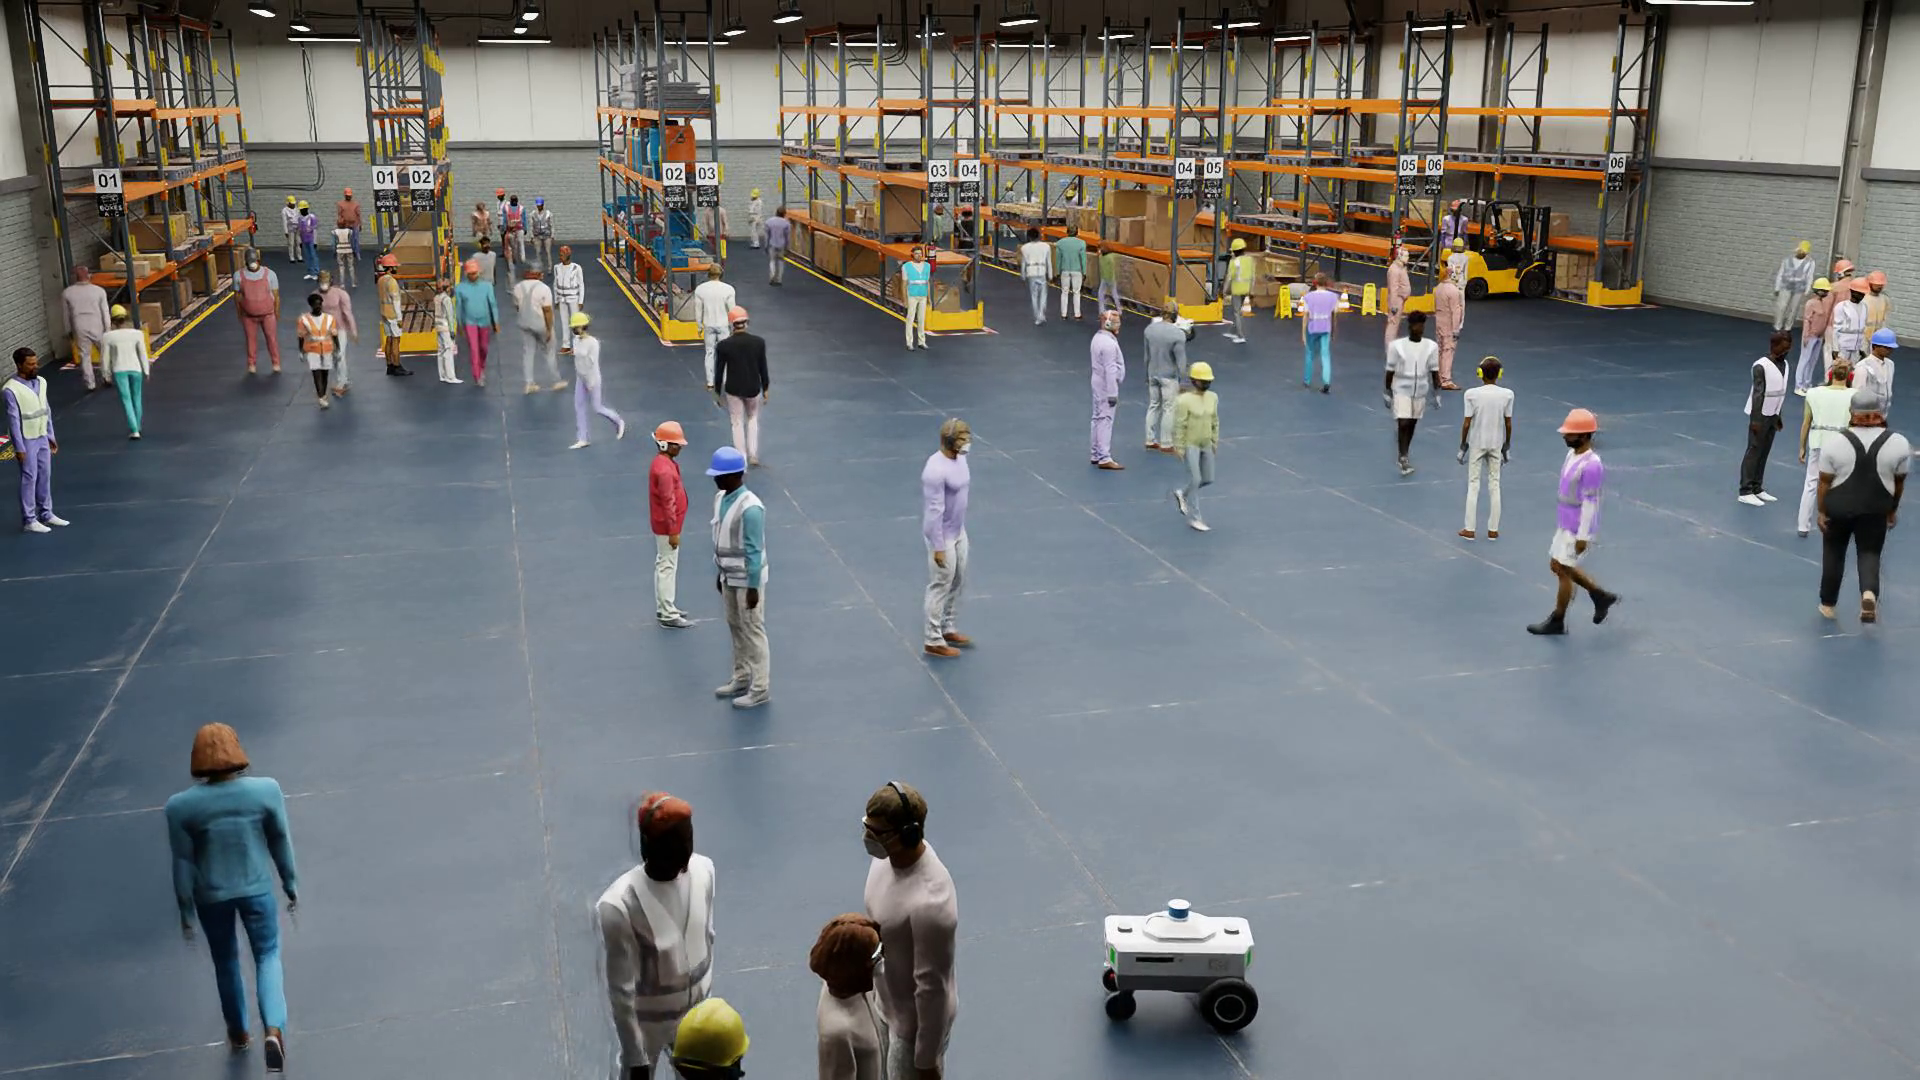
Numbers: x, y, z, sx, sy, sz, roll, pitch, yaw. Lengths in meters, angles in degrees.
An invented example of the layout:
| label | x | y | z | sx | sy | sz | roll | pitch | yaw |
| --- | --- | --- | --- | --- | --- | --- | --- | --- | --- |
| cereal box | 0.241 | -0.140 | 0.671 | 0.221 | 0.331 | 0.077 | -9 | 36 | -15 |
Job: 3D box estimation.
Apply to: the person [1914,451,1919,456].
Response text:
| label | x | y | z | sx | sy | sz | roll | pitch | yaw |
| --- | --- | --- | --- | --- | --- | --- | --- | --- | --- |
| person | 12.061 | -1.818 | 20.470 | 0.334 | 1.686 | 0.533 | -2 | 15 | -7 |

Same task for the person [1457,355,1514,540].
| label | x | y | z | sx | sy | sz | roll | pitch | yaw |
| --- | --- | --- | --- | --- | --- | --- | --- | --- | --- |
| person | 5.276 | -0.924 | 16.736 | 0.517 | 1.875 | 0.328 | 1 | 15 | 5 |

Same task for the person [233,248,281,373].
| label | x | y | z | sx | sy | sz | roll | pitch | yaw |
| --- | --- | --- | --- | --- | --- | --- | --- | --- | --- |
| person | -11.381 | -3.728 | 26.964 | 0.686 | 2.000 | 0.535 | -5 | 16 | -19 |

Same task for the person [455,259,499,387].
| label | x | y | z | sx | sy | sz | roll | pitch | yaw |
| --- | --- | --- | --- | --- | --- | --- | --- | --- | --- |
| person | -7.553 | -3.420 | 25.971 | 0.610 | 1.970 | 0.911 | -8 | 17 | -27 |

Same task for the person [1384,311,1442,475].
| label | x | y | z | sx | sy | sz | roll | pitch | yaw |
| --- | --- | --- | --- | --- | --- | --- | --- | --- | --- |
| person | 5.377 | -1.733 | 19.663 | 0.634 | 1.919 | 0.941 | -1 | 15 | -4 |

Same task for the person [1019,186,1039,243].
| label | x | y | z | sx | sy | sz | roll | pitch | yaw |
| --- | --- | --- | --- | --- | --- | --- | --- | --- | --- |
| person | 2.012 | -9.335 | 48.291 | 0.614 | 1.920 | 0.832 | -4 | 15 | -14 |

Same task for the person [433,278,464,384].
| label | x | y | z | sx | sy | sz | roll | pitch | yaw |
| --- | --- | --- | --- | --- | --- | --- | --- | --- | --- |
| person | -8.041 | -3.267 | 25.997 | 0.315 | 1.641 | 0.515 | -13 | 19 | -39 |

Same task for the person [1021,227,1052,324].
| label | x | y | z | sx | sy | sz | roll | pitch | yaw |
| --- | --- | --- | --- | --- | --- | --- | --- | --- | --- |
| person | 1.516 | -5.211 | 32.839 | 0.609 | 1.887 | 0.468 | 2 | 15 | 8 |

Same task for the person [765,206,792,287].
| label | x | y | z | sx | sy | sz | roll | pitch | yaw |
| --- | --- | --- | --- | --- | --- | --- | --- | --- | --- |
| person | -4.277 | -6.930 | 39.286 | 0.661 | 1.898 | 0.456 | 2 | 15 | 6 |

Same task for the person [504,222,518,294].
| label | x | y | z | sx | sy | sz | roll | pitch | yaw |
| --- | --- | --- | --- | --- | --- | --- | --- | --- | --- |
| person | -10.208 | -6.418 | 37.879 | 0.322 | 1.629 | 0.524 | -8 | 17 | -26 |

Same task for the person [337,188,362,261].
| label | x | y | z | sx | sy | sz | roll | pitch | yaw |
| --- | --- | --- | --- | --- | --- | --- | --- | --- | --- |
| person | -16.681 | -8.626 | 45.508 | 0.612 | 1.986 | 0.405 | -8 | 17 | -27 |

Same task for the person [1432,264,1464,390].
| label | x | y | z | sx | sy | sz | roll | pitch | yaw |
| --- | --- | --- | --- | --- | --- | --- | --- | --- | --- |
| person | 7.488 | -3.257 | 25.452 | 0.408 | 1.908 | 0.641 | -3 | 15 | -10 |

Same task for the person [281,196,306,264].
| label | x | y | z | sx | sy | sz | roll | pitch | yaw |
| --- | --- | --- | --- | --- | --- | --- | --- | --- | --- |
| person | -17.960 | -8.349 | 44.792 | 0.403 | 1.818 | 0.598 | 7 | 16 | 23 |

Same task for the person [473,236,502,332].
| label | x | y | z | sx | sy | sz | roll | pitch | yaw |
| --- | --- | --- | --- | --- | --- | --- | --- | --- | --- |
| person | -9.144 | -4.925 | 31.892 | 0.528 | 1.838 | 0.852 | -13 | 20 | -41 |

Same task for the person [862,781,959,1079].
| label | x | y | z | sx | sy | sz | roll | pitch | yaw |
| --- | --- | --- | --- | --- | --- | --- | --- | --- | --- |
| person | -0.194 | 1.814 | 6.328 | 0.370 | 1.933 | 0.626 | -5 | 16 | -17 |

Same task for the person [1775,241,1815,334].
| label | x | y | z | sx | sy | sz | roll | pitch | yaw |
| --- | --- | --- | --- | --- | --- | --- | --- | --- | --- |
| person | 15.554 | -4.680 | 31.023 | 0.621 | 1.791 | 0.615 | 8 | 17 | 29 |

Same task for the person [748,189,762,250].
| label | x | y | z | sx | sy | sz | roll | pitch | yaw |
| --- | --- | --- | --- | --- | --- | --- | --- | --- | --- |
| person | -6.008 | -9.393 | 48.793 | 0.414 | 1.790 | 0.610 | -10 | 18 | -33 |

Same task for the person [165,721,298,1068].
| label | x | y | z | sx | sy | sz | roll | pitch | yaw |
| --- | --- | --- | --- | --- | --- | --- | --- | --- | --- |
| person | -3.293 | 1.646 | 7.580 | 0.513 | 1.607 | 0.630 | -7 | 16 | -25 |

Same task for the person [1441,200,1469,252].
| label | x | y | z | sx | sy | sz | roll | pitch | yaw |
| --- | --- | --- | --- | --- | --- | --- | --- | --- | --- |
| person | 11.601 | -6.946 | 39.069 | 0.607 | 2.045 | 0.390 | 2 | 15 | 8 |

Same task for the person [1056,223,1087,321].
| label | x | y | z | sx | sy | sz | roll | pitch | yaw |
| --- | --- | --- | --- | --- | --- | --- | --- | --- | --- |
| person | 2.228 | -5.350 | 33.263 | 0.635 | 1.938 | 0.354 | 4 | 16 | 16 |

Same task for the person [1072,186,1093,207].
| label | x | y | z | sx | sy | sz | roll | pitch | yaw |
| --- | --- | --- | --- | --- | --- | --- | --- | --- | --- |
| person | 3.598 | -9.473 | 48.964 | 0.633 | 1.843 | 0.429 | 0 | 15 | 0 |

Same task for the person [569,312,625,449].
| label | x | y | z | sx | sy | sz | roll | pitch | yaw |
| --- | --- | --- | --- | --- | --- | --- | --- | --- | --- |
| person | -4.684 | -2.054 | 21.233 | 0.528 | 1.742 | 0.708 | 12 | 19 | 38 |

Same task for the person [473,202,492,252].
| label | x | y | z | sx | sy | sz | roll | pitch | yaw |
| --- | --- | --- | --- | --- | --- | --- | --- | --- | --- |
| person | -13.132 | -8.462 | 45.598 | 0.531 | 1.616 | 0.647 | -14 | 21 | -43 |

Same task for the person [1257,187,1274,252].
| label | x | y | z | sx | sy | sz | roll | pitch | yaw |
| --- | --- | --- | --- | --- | --- | --- | --- | --- | --- |
| person | 8.751 | -9.214 | 47.852 | 0.387 | 1.918 | 0.579 | -12 | 19 | -38 |

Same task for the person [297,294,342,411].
| label | x | y | z | sx | sy | sz | roll | pitch | yaw |
| --- | --- | --- | --- | --- | --- | --- | --- | --- | --- |
| person | -9.104 | -2.671 | 23.713 | 0.549 | 1.646 | 0.865 | -10 | 18 | -34 |

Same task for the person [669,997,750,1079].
| label | x | y | z | sx | sy | sz | roll | pitch | yaw |
| --- | --- | --- | --- | --- | --- | --- | --- | --- | --- |
| person | -0.741 | 2.225 | 5.094 | 0.534 | 1.766 | 0.317 | 0 | 15 | 1 |

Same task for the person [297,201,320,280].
| label | x | y | z | sx | sy | sz | roll | pitch | yaw |
| --- | --- | --- | --- | --- | --- | --- | --- | --- | --- |
| person | -16.052 | -7.373 | 40.915 | 0.584 | 1.919 | 0.390 | 8 | 17 | 27 |

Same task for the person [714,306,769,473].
| label | x | y | z | sx | sy | sz | roll | pitch | yaw |
| --- | --- | --- | --- | --- | --- | --- | --- | --- | --- |
| person | -2.627 | -1.808 | 19.866 | 0.642 | 1.970 | 0.605 | -5 | 16 | -19 |

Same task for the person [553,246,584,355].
| label | x | y | z | sx | sy | sz | roll | pitch | yaw |
| --- | --- | --- | --- | --- | --- | --- | --- | --- | --- |
| person | -6.788 | -4.149 | 28.850 | 0.584 | 1.881 | 0.337 | 6 | 16 | 21 |

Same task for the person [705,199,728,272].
| label | x | y | z | sx | sy | sz | roll | pitch | yaw |
| --- | --- | --- | --- | --- | --- | --- | --- | --- | --- |
| person | -6.266 | -7.876 | 42.667 | 0.623 | 1.991 | 0.398 | 7 | 16 | 23 |

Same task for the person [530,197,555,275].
| label | x | y | z | sx | sy | sz | roll | pitch | yaw |
| --- | --- | --- | --- | --- | --- | --- | --- | --- | --- |
| person | -10.520 | -7.641 | 41.872 | 0.616 | 1.943 | 0.404 | 0 | 15 | -2 |

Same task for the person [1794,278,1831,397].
| label | x | y | z | sx | sy | sz | roll | pitch | yaw |
| --- | --- | --- | --- | --- | --- | --- | --- | --- | --- |
| person | 12.793 | -3.036 | 24.890 | 0.533 | 1.768 | 0.310 | -10 | 18 | -32 |

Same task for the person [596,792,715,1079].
| label | x | y | z | sx | sy | sz | roll | pitch | yaw |
| --- | --- | --- | --- | --- | --- | --- | --- | --- | --- |
| person | -1.197 | 1.825 | 6.468 | 0.956 | 1.846 | 0.576 | 12 | 19 | 39 |

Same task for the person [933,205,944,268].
| label | x | y | z | sx | sy | sz | roll | pitch | yaw |
| --- | --- | --- | --- | --- | --- | --- | --- | --- | --- |
| person | -0.581 | -8.012 | 43.884 | 0.298 | 1.627 | 0.504 | -4 | 15 | -15 |

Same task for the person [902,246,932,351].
| label | x | y | z | sx | sy | sz | roll | pitch | yaw |
| --- | --- | --- | --- | --- | --- | --- | --- | --- | --- |
| person | -0.771 | -4.281 | 29.417 | 0.570 | 1.845 | 0.380 | -9 | 18 | -32 |

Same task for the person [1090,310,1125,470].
| label | x | y | z | sx | sy | sz | roll | pitch | yaw |
| --- | --- | --- | --- | --- | --- | --- | --- | --- | --- |
| person | 1.783 | -1.812 | 20.020 | 0.400 | 1.905 | 0.643 | -2 | 15 | -9 |

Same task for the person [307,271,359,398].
| label | x | y | z | sx | sy | sz | roll | pitch | yaw |
| --- | --- | --- | --- | --- | --- | --- | --- | --- | --- |
| person | -9.382 | -3.074 | 24.818 | 0.713 | 1.861 | 1.046 | 2 | 15 | 7 |
